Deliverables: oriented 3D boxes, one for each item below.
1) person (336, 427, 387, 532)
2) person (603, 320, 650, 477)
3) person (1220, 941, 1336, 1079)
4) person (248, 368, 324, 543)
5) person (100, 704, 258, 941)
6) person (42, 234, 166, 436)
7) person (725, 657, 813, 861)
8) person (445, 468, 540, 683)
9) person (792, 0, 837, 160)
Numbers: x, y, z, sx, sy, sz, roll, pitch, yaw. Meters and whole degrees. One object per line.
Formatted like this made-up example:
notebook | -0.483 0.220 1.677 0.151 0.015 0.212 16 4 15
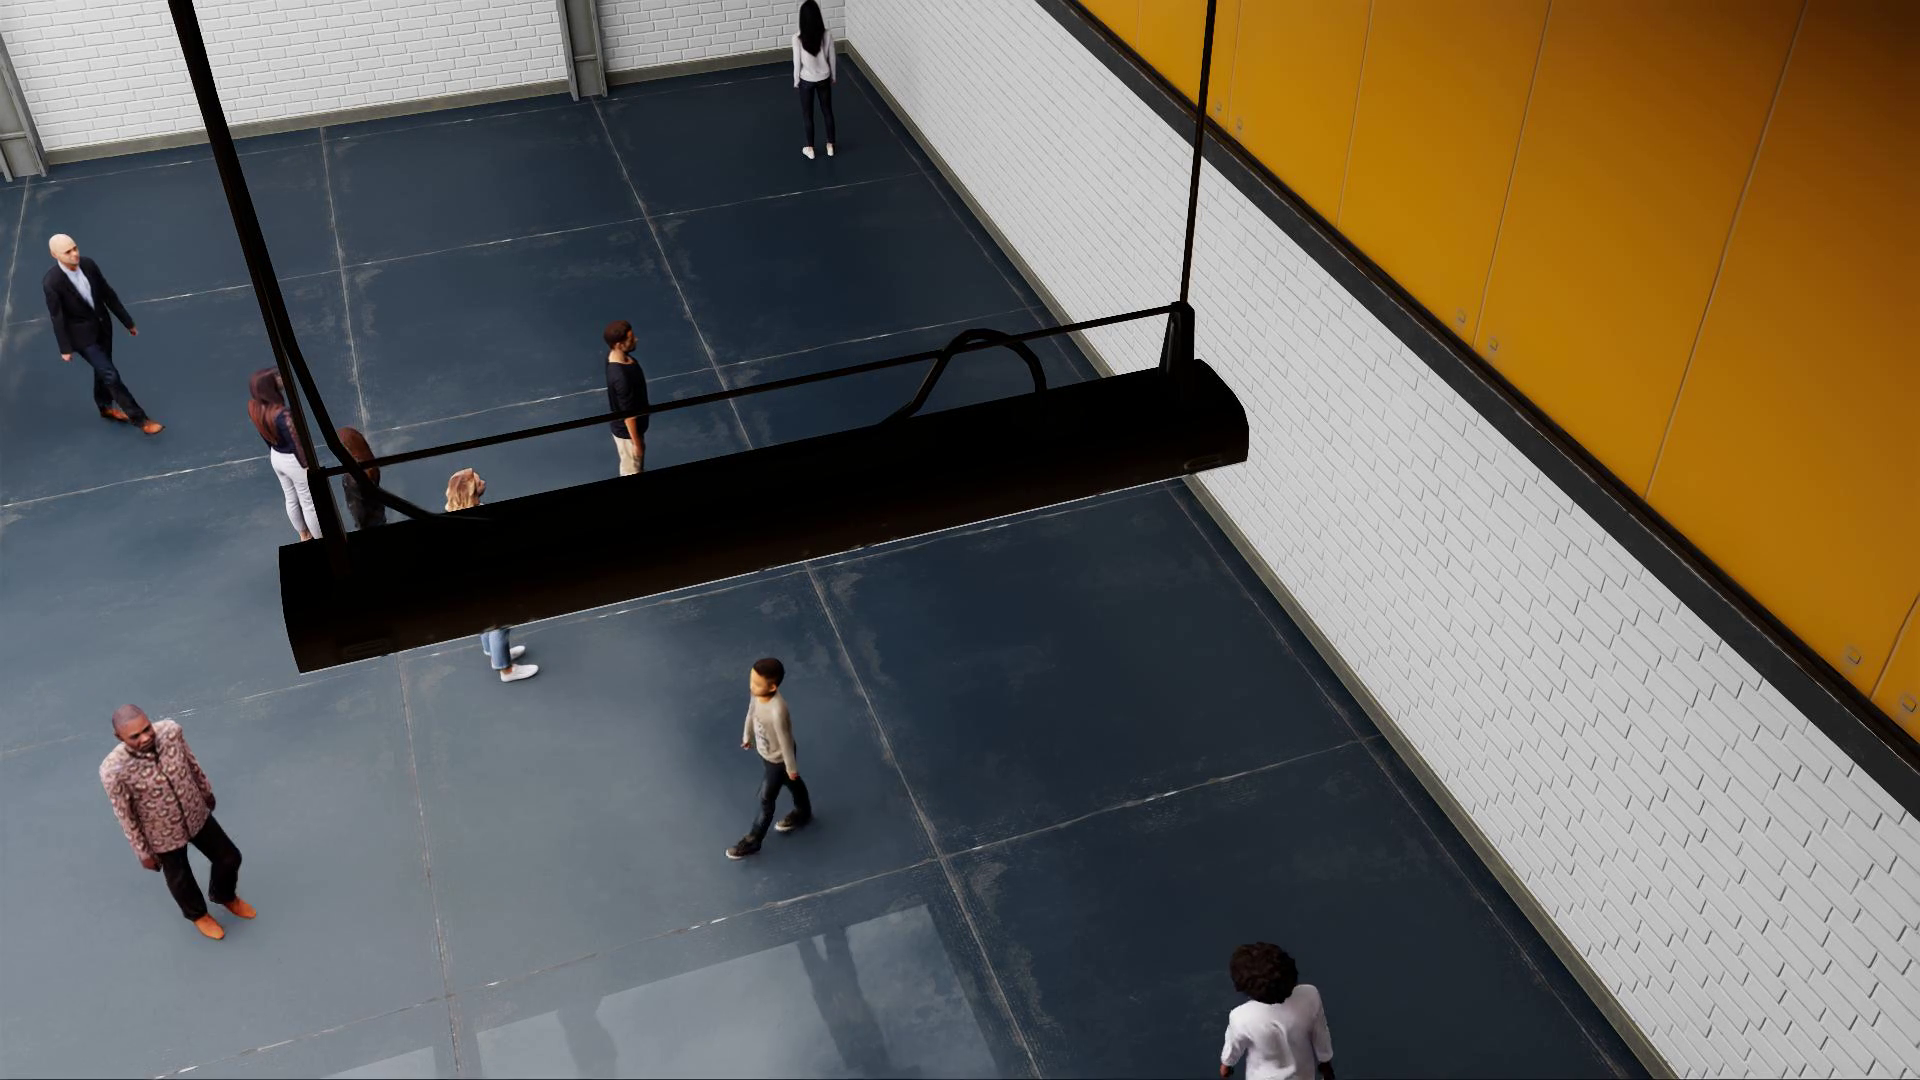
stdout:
person | -4.150 -0.183 11.920 0.950 1.453 0.551 -13 40 -15
person | -2.487 -0.839 12.422 0.534 1.851 0.635 -11 40 -14
person | 1.604 2.626 8.152 0.631 1.766 0.772 -5 39 -7
person | -4.927 -0.588 12.306 0.688 1.605 0.720 23 44 26
person | -4.523 1.563 9.464 0.886 1.789 0.791 23 44 26
person | -7.141 -1.698 13.562 1.185 1.771 1.109 15 41 18
person | -1.052 1.263 10.115 0.879 1.447 0.651 -18 42 -22
person | -3.181 0.238 11.177 0.622 1.723 0.670 -22 43 -25
person | -1.535 -4.872 17.593 0.480 1.701 0.666 -12 40 -15
